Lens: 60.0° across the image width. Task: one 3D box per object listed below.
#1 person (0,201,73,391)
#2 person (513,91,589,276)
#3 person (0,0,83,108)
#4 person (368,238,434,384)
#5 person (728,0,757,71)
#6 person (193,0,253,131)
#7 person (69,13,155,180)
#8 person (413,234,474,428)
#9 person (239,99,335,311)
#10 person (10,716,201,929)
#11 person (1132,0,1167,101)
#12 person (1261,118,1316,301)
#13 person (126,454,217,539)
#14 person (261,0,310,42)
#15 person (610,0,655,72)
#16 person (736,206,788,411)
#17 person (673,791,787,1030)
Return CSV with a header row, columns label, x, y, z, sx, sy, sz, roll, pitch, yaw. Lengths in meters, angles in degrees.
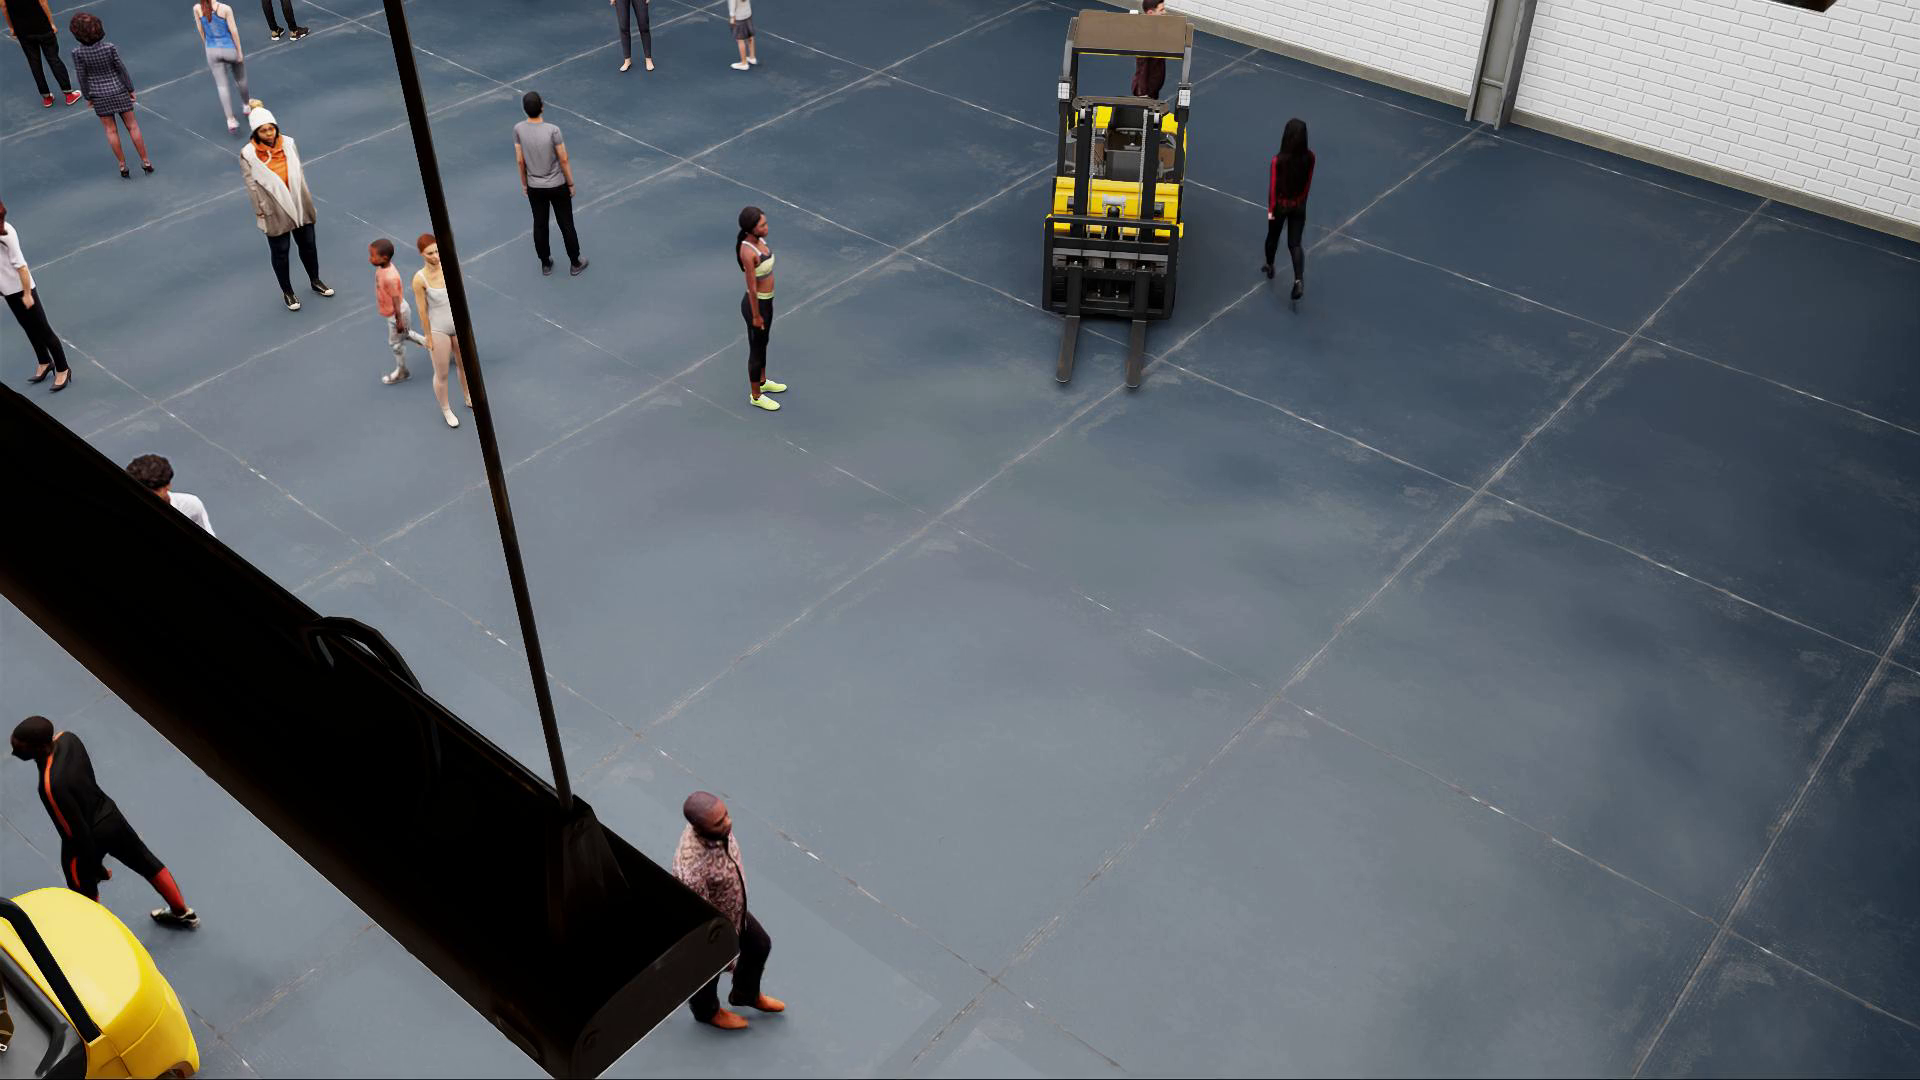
label,x,y,z,sx,sy,sz,roll,pitch,yaw
person,-7.677,-2.045,13.566,0.492,1.795,0.697,21,43,25
person,-3.747,-3.231,15.084,0.677,1.755,0.764,1,39,2
person,-10.052,-5.571,18.011,0.722,1.758,0.765,-7,39,-8
person,-4.638,-1.925,13.814,0.754,1.298,0.798,-16,41,-19
person,-2.502,-6.024,18.965,0.572,1.275,0.554,18,42,21
person,-7.808,-5.108,17.577,0.972,1.576,1.100,-7,39,-8
person,-8.504,-4.435,16.634,0.697,1.702,0.677,-17,42,-20
person,-4.093,-1.691,13.245,0.480,1.643,0.549,29,47,32
person,-5.962,-2.967,14.645,0.658,1.891,0.701,30,48,32
person,-4.606,1.592,9.030,1.179,1.773,1.103,1,39,1
person,1.877,-4.560,16.660,0.749,1.865,0.775,10,40,12
person,2.966,-2.909,14.784,0.982,1.626,1.123,-8,39,-10
person,-4.990,0.212,10.729,0.718,1.809,0.712,-15,41,-17
person,-8.110,-6.785,19.456,0.702,1.852,0.807,4,39,5
person,-3.734,-6.203,18.794,0.686,1.768,0.740,-4,39,-5
person,-1.635,-1.885,13.398,0.669,1.754,0.646,5,39,6
person,-1.351,1.931,8.596,0.881,1.786,0.846,9,39,11
